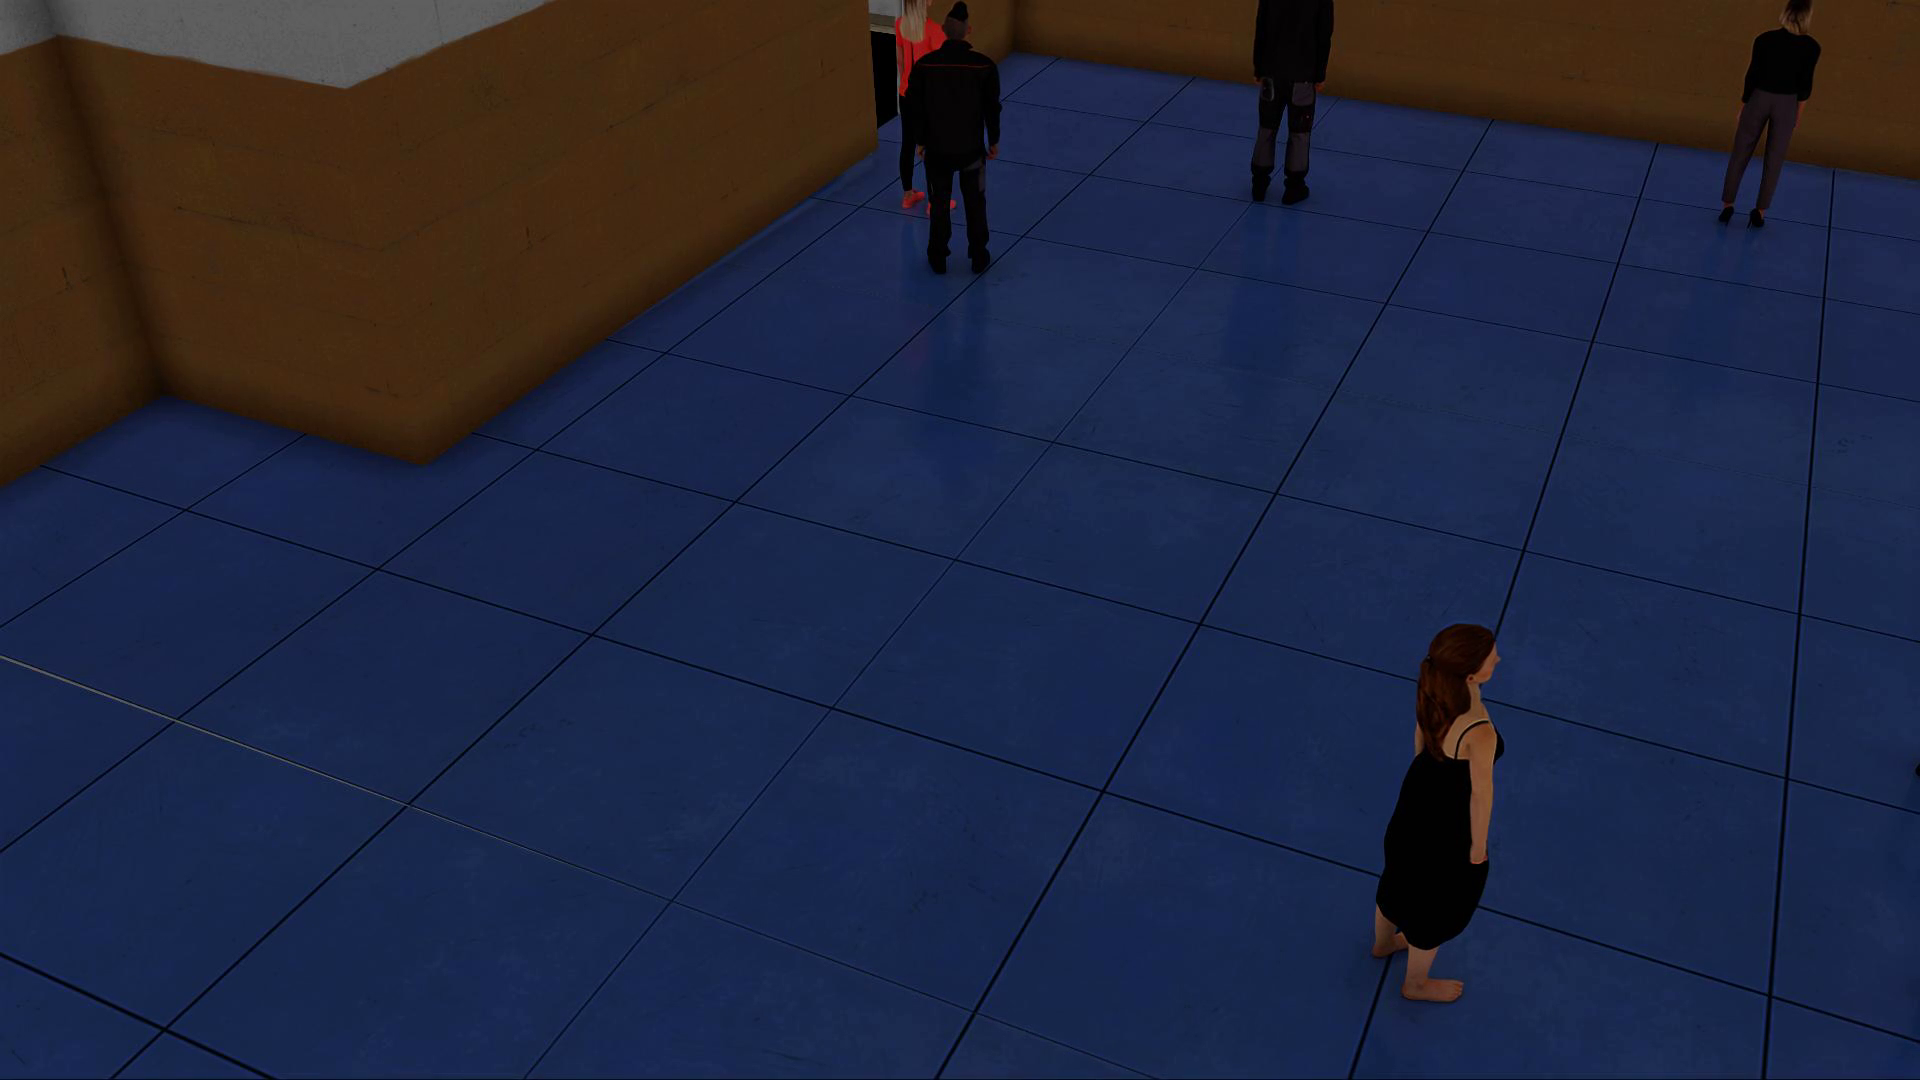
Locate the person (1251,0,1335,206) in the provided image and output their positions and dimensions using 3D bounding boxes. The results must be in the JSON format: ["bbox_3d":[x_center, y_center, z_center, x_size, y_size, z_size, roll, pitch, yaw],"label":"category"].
[{"bbox_3d":[2.417,-3.443,12.214,0.531,1.945,0.768,13,36,18],"label":"person"}]

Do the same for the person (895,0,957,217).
[{"bbox_3d":[-0.279,-3.219,12.103,0.541,1.694,0.698,24,40,31],"label":"person"}]

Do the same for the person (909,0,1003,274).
[{"bbox_3d":[-0.024,-2.691,11.137,0.732,1.862,0.914,1,34,1],"label":"person"}]

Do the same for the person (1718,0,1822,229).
[{"bbox_3d":[5.764,-3.017,11.855,0.466,1.633,0.659,17,37,23],"label":"person"}]

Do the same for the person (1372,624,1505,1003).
[{"bbox_3d":[1.691,0.960,5.884,0.734,1.625,0.678,-10,35,-14],"label":"person"}]
